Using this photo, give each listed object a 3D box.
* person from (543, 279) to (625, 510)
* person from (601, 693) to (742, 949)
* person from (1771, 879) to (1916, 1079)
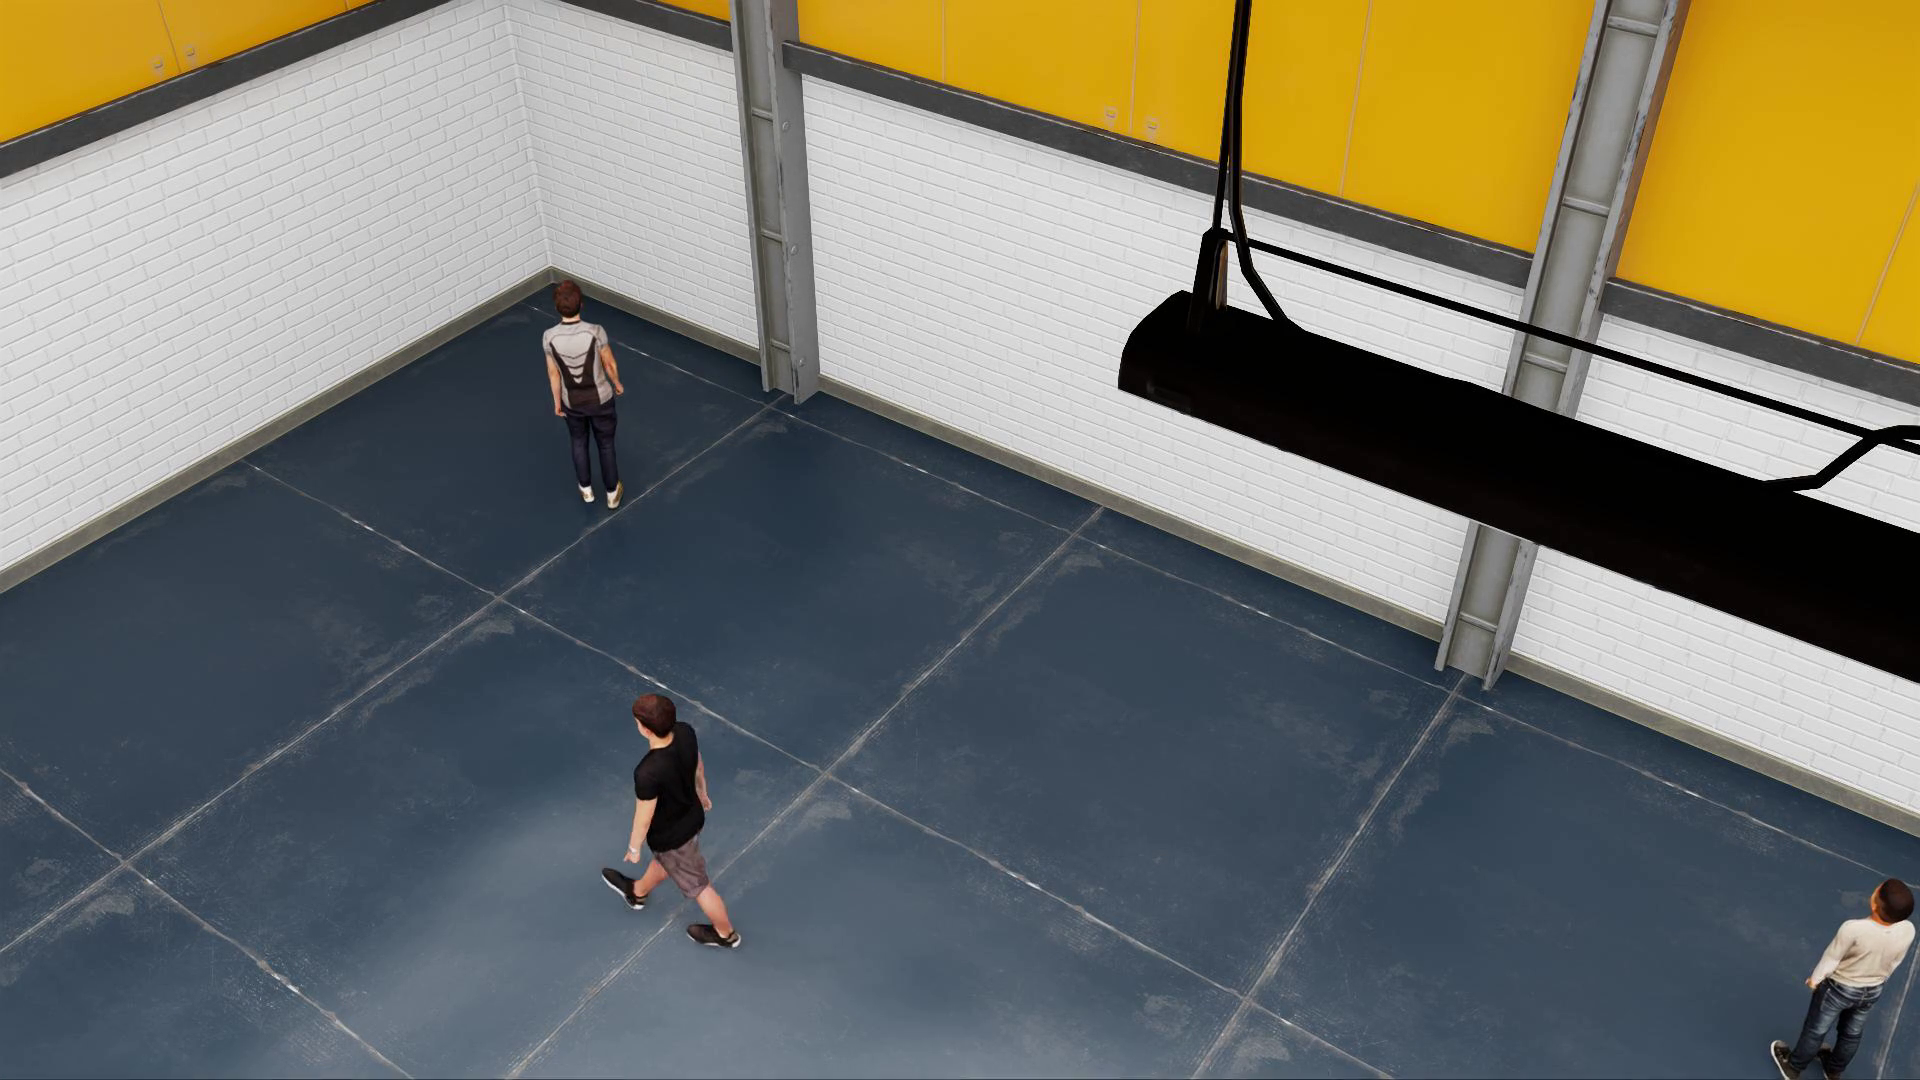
[{"bbox_3d":[-2.730,-1.035,12.259,0.765,1.885,0.837,-3,39,-4],"label":"person"},{"bbox_3d":[-1.466,1.584,9.030,1.220,1.823,0.919,11,40,14],"label":"person"},{"bbox_3d":[4.538,2.268,8.464,0.592,1.460,0.672,-1,39,-2],"label":"person"}]
